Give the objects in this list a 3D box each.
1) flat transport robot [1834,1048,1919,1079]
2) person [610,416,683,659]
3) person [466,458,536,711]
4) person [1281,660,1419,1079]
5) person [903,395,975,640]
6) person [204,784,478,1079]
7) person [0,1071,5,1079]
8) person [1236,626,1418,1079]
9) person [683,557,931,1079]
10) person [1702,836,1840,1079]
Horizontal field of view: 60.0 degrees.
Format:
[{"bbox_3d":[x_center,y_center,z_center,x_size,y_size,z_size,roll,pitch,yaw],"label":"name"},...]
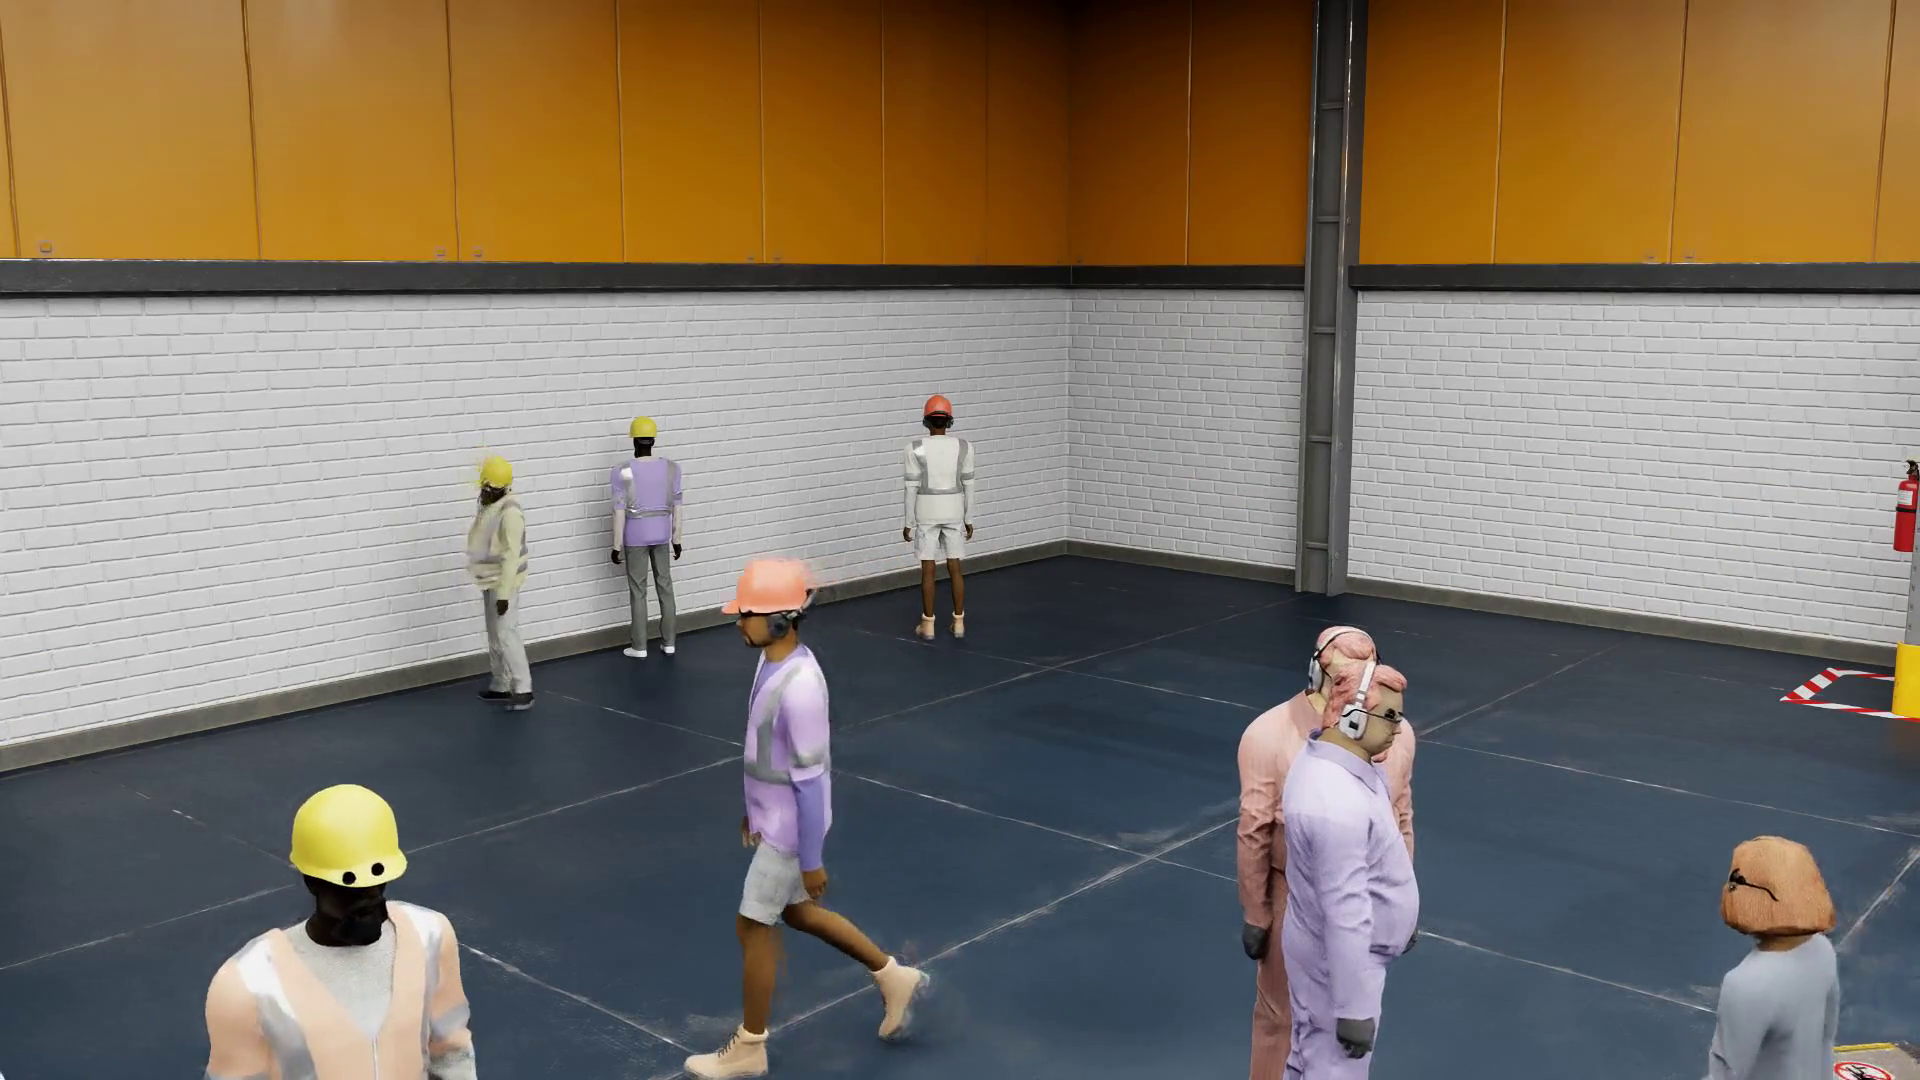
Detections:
[{"bbox_3d":[3.243,2.030,5.511,0.652,0.197,1.431,-2,9,-9],"label":"flat transport robot"},{"bbox_3d":[-2.490,-0.019,13.190,0.595,1.925,0.372,-6,11,-32],"label":"person"},{"bbox_3d":[-3.231,0.303,11.641,0.405,1.787,0.671,-5,10,-29],"label":"person"},{"bbox_3d":[1.169,1.296,5.023,0.403,1.901,0.637,1,9,6],"label":"person"},{"bbox_3d":[-0.187,-0.192,13.912,0.613,2.041,0.393,-3,9,-16],"label":"person"},{"bbox_3d":[-1.309,1.489,3.762,0.650,1.908,0.612,7,11,37],"label":"person"},{"bbox_3d":[-1.926,1.608,3.051,0.745,1.907,0.548,5,10,29],"label":"person"},{"bbox_3d":[1.228,1.218,5.513,0.636,1.902,0.406,-2,9,-14],"label":"person"},{"bbox_3d":[-0.573,1.045,6.262,0.897,2.020,0.627,-2,9,-10],"label":"person"},{"bbox_3d":[2.116,1.558,4.339,0.515,1.594,0.829,-8,12,-41],"label":"person"}]
